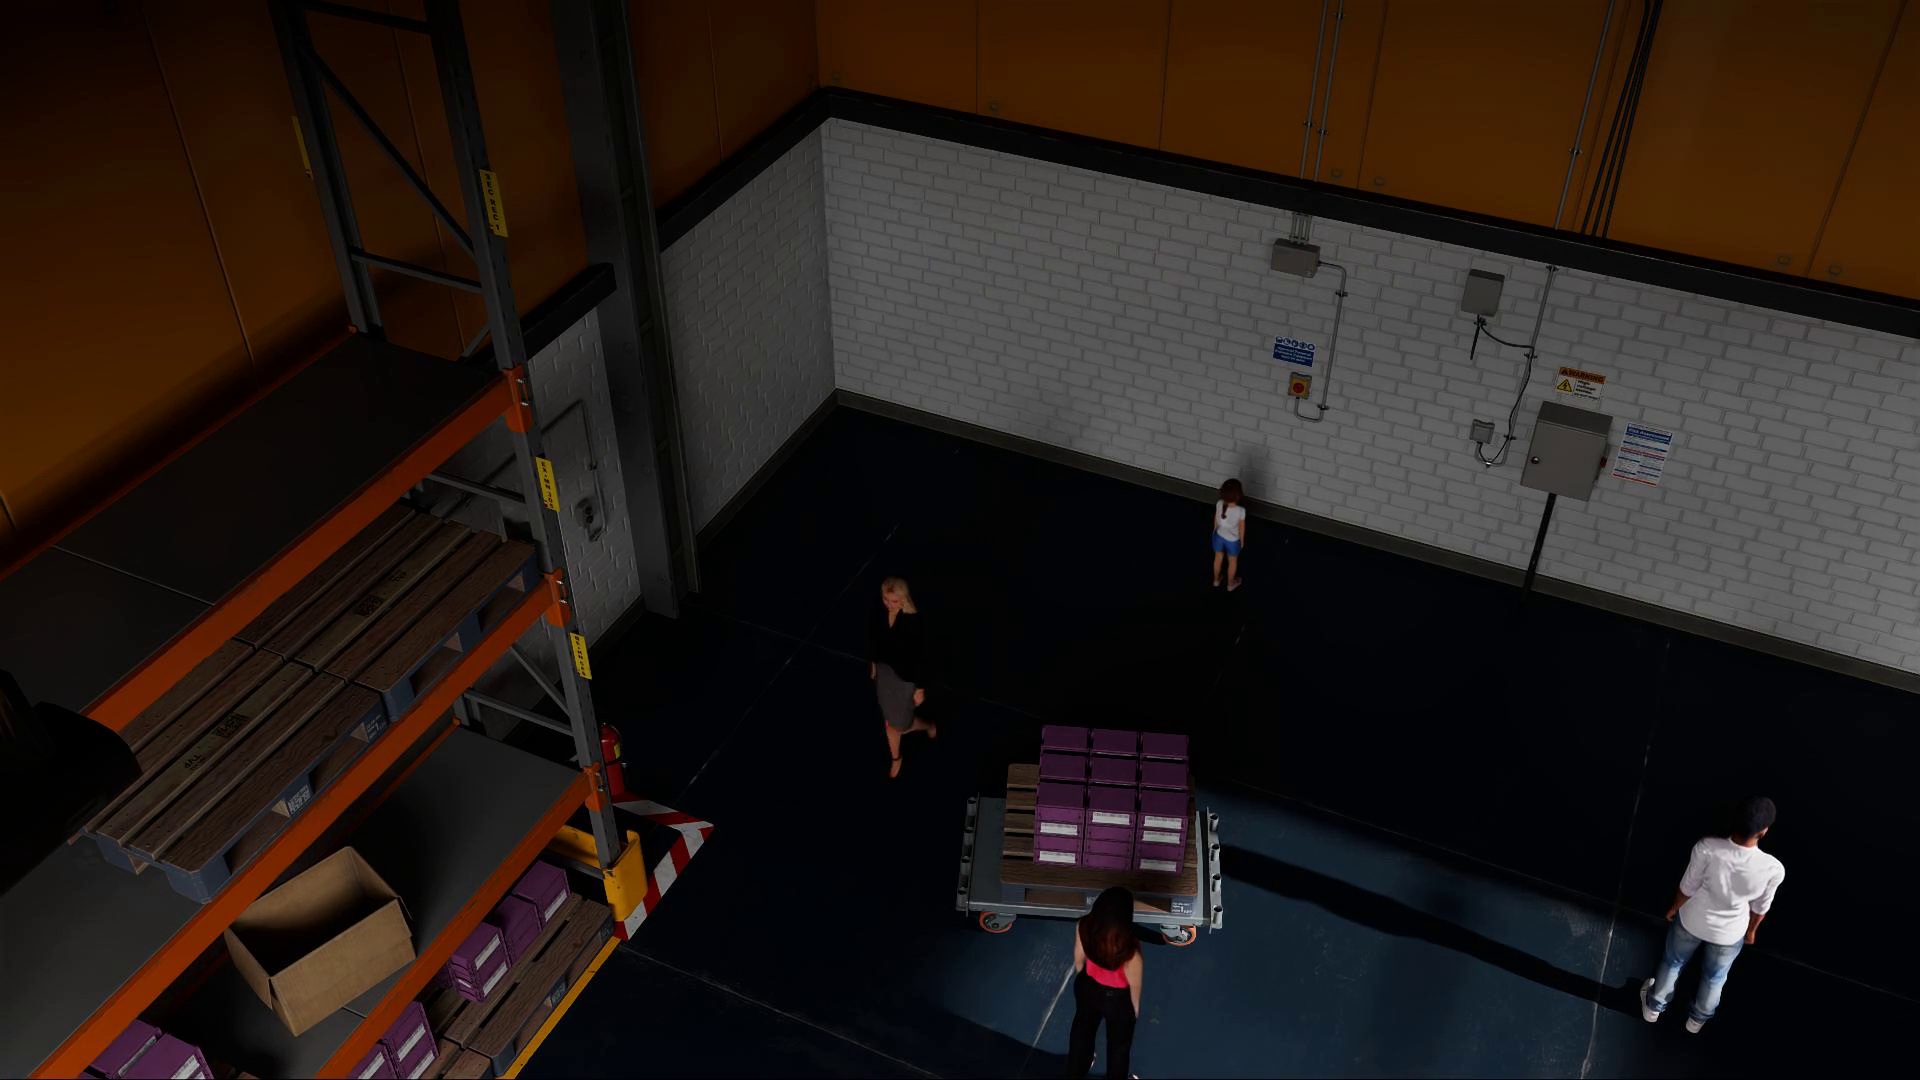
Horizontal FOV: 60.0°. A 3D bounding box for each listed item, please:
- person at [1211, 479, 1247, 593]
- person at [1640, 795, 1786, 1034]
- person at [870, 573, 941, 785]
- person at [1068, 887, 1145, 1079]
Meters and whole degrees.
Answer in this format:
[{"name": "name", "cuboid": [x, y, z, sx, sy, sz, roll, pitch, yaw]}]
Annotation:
[{"name": "person", "cuboid": [2.079, -0.040, 12.925, 0.465, 1.020, 0.479, 26, 45, 28]}, {"name": "person", "cuboid": [4.322, 2.153, 9.546, 0.635, 1.809, 0.547, 16, 41, 19]}, {"name": "person", "cuboid": [-0.339, 0.887, 11.119, 0.708, 1.826, 0.846, 24, 44, 27]}, {"name": "person", "cuboid": [0.820, 2.509, 9.220, 0.627, 1.661, 0.582, 26, 45, 28]}]
